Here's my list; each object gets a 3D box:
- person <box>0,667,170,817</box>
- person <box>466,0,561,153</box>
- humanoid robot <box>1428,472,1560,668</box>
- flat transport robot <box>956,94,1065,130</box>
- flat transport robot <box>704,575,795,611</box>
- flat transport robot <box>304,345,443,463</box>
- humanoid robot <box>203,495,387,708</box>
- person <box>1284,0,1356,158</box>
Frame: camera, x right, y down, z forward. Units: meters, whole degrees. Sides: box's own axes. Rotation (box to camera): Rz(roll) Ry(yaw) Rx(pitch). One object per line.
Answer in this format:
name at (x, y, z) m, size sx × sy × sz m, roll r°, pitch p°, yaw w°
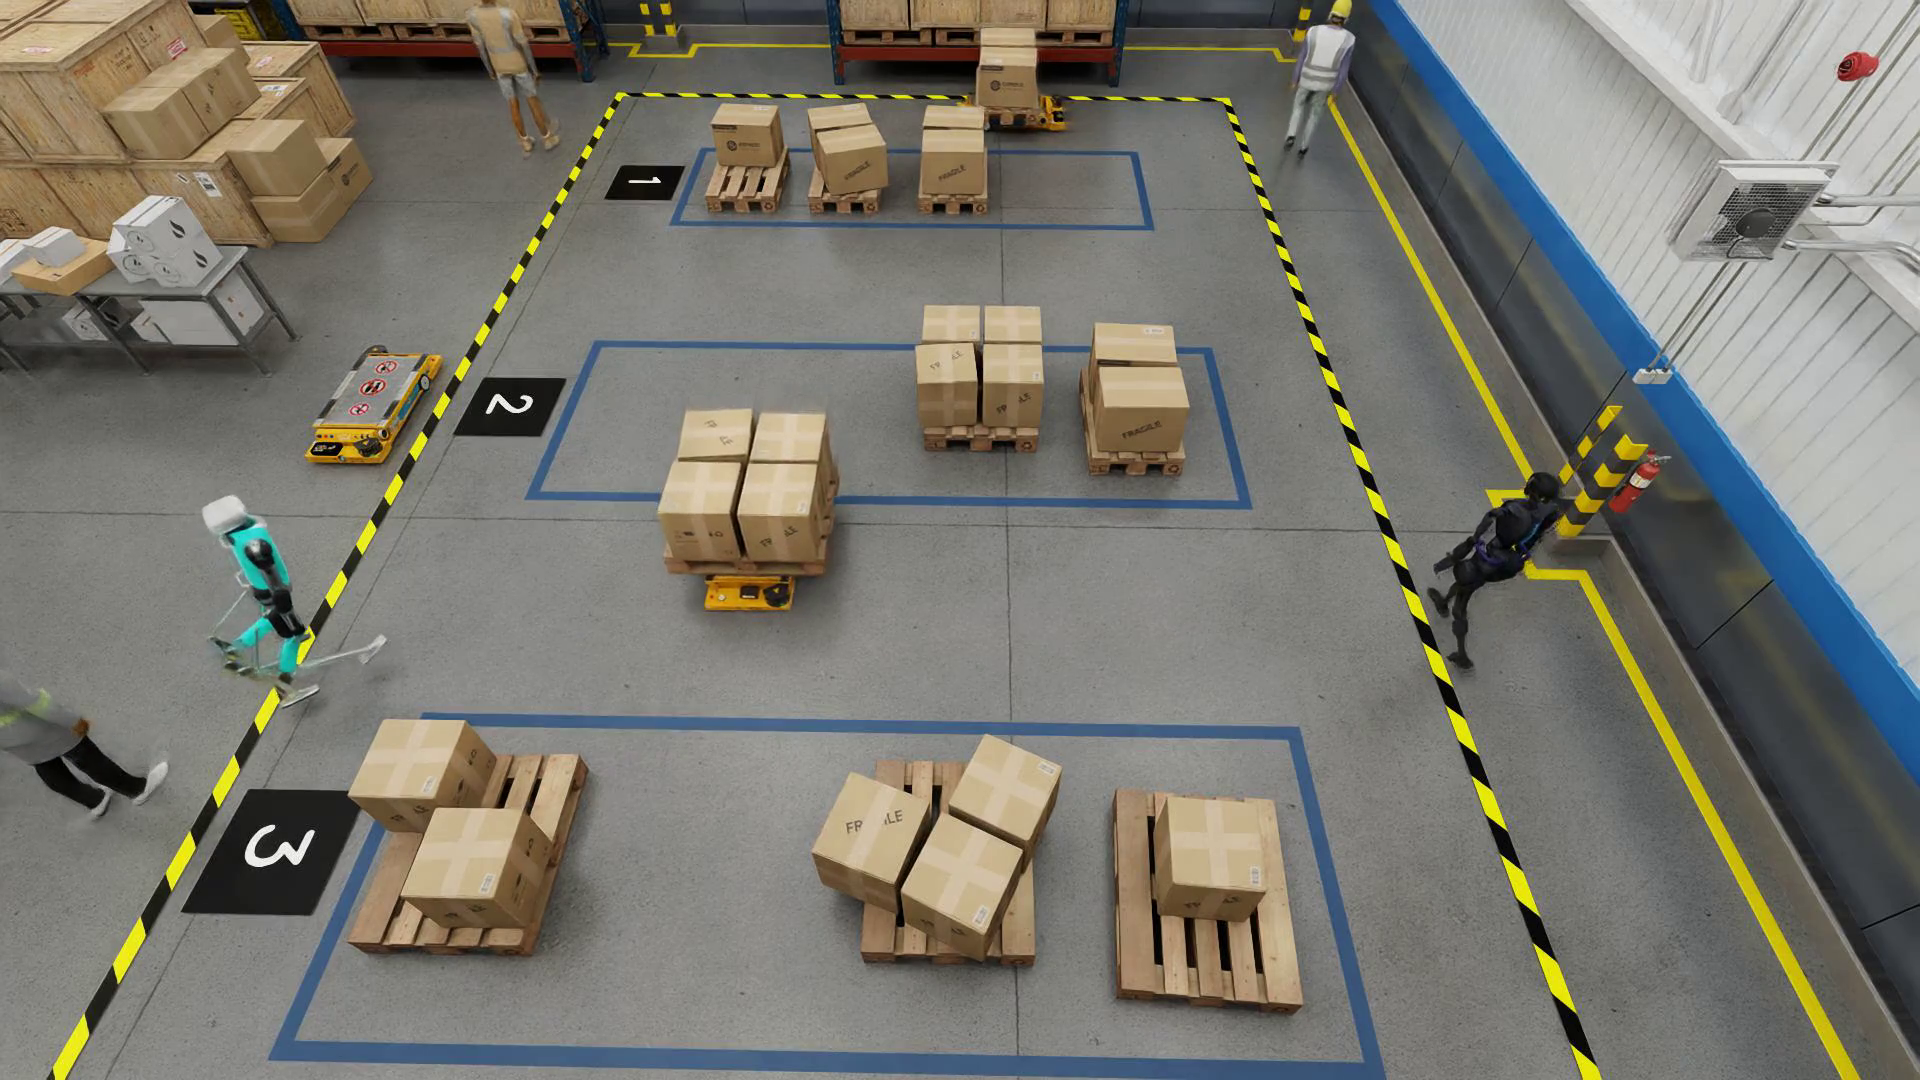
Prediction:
person at (-5.548, 1.067, 5.427) m, size 0.596 × 1.850 × 0.395 m, roll -7°, pitch 50°, yaw -6°
person at (-5.416, -5.739, 11.063) m, size 0.611 × 2.041 × 0.391 m, roll -1°, pitch 50°, yaw -1°
humanoid robot at (3.677, 0.179, 6.333) m, size 0.589 × 1.650 × 0.764 m, roll -7°, pitch 50°, yaw -6°
flat transport robot at (0.658, -5.695, 12.168) m, size 1.431 × 0.197 × 0.652 m, roll 1°, pitch 50°, yaw 1°
flat transport robot at (-1.610, -0.059, 7.399) m, size 0.652 × 0.197 × 1.431 m, roll 1°, pitch 50°, yaw 1°
flat transport robot at (-5.383, -1.269, 8.441) m, size 0.659 × 0.231 × 1.431 m, roll 1°, pitch 50°, yaw 1°
humanoid robot at (-4.569, 0.521, 5.951) m, size 0.552 × 1.703 × 0.990 m, roll 37°, pitch 59°, yaw 27°
person at (4.328, -5.542, 11.041) m, size 0.617 × 1.814 × 0.439 m, roll 19°, pitch 52°, yaw 16°
